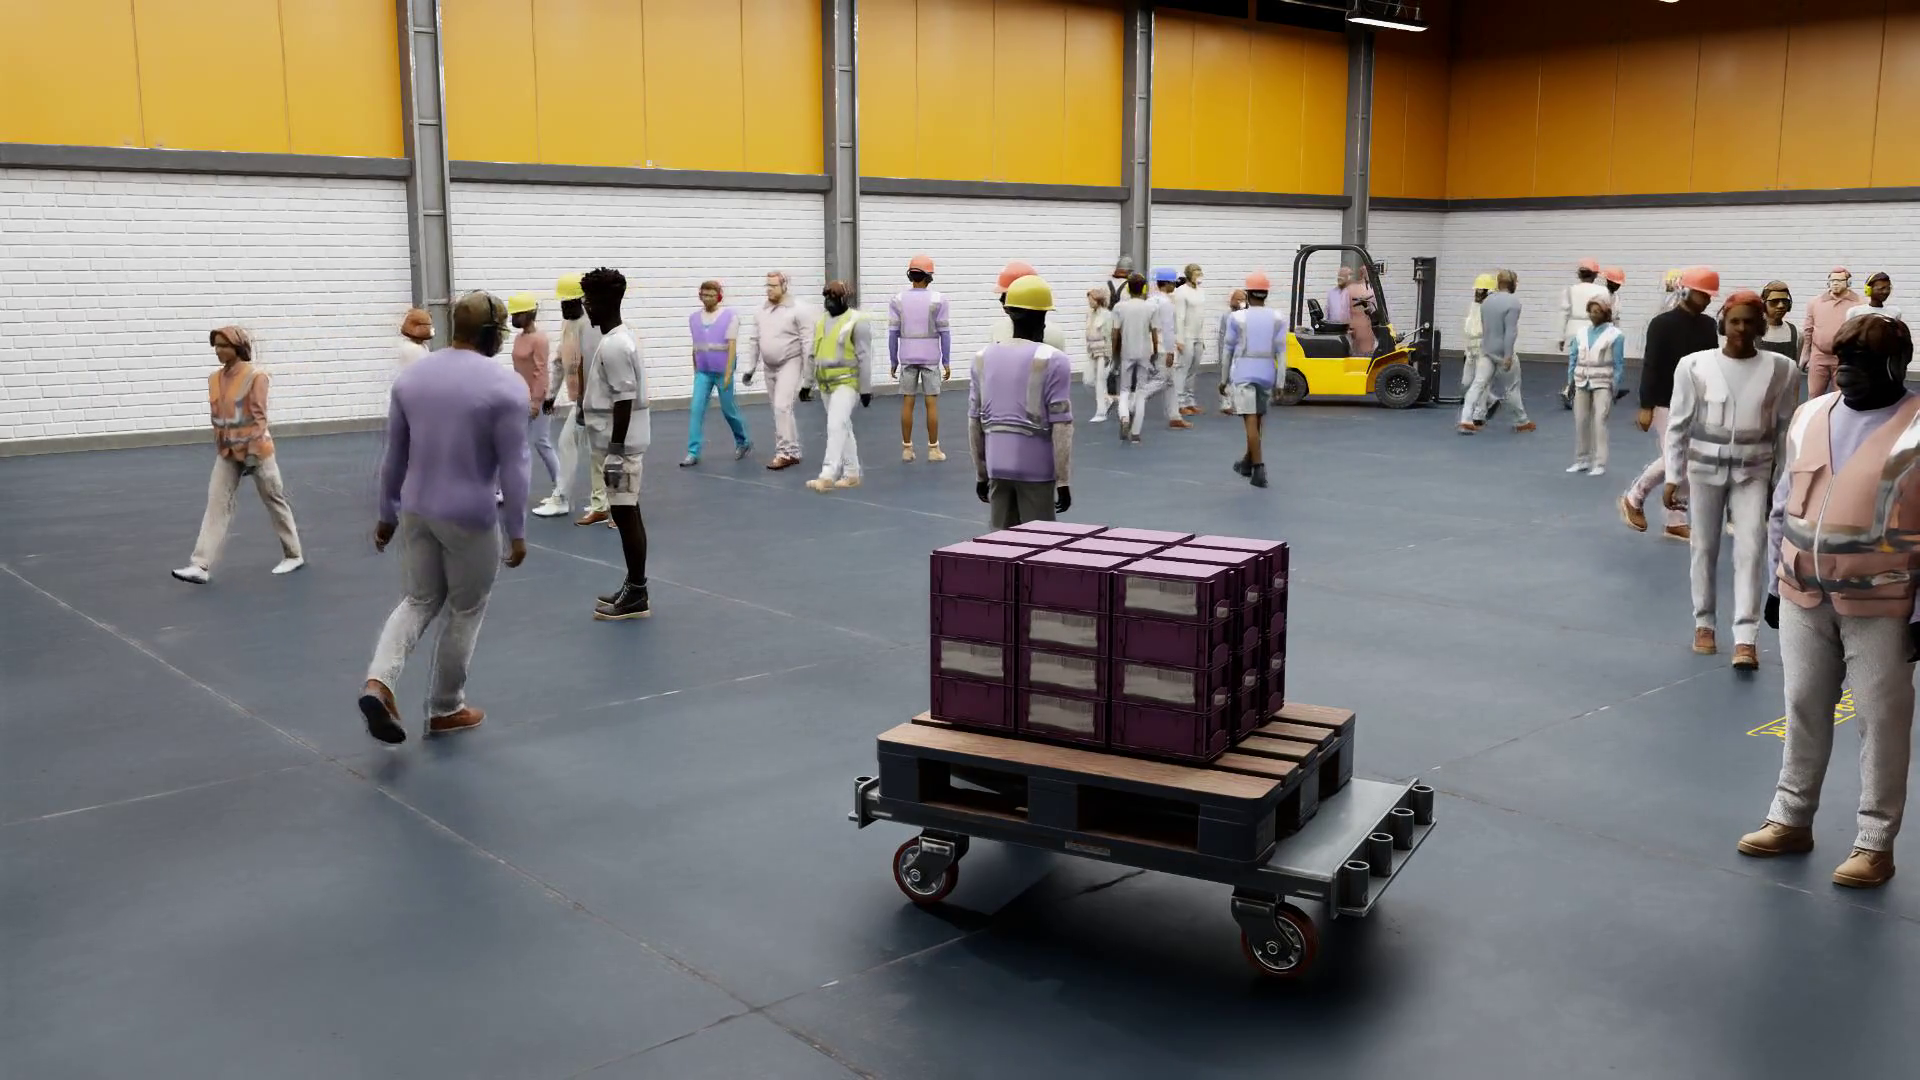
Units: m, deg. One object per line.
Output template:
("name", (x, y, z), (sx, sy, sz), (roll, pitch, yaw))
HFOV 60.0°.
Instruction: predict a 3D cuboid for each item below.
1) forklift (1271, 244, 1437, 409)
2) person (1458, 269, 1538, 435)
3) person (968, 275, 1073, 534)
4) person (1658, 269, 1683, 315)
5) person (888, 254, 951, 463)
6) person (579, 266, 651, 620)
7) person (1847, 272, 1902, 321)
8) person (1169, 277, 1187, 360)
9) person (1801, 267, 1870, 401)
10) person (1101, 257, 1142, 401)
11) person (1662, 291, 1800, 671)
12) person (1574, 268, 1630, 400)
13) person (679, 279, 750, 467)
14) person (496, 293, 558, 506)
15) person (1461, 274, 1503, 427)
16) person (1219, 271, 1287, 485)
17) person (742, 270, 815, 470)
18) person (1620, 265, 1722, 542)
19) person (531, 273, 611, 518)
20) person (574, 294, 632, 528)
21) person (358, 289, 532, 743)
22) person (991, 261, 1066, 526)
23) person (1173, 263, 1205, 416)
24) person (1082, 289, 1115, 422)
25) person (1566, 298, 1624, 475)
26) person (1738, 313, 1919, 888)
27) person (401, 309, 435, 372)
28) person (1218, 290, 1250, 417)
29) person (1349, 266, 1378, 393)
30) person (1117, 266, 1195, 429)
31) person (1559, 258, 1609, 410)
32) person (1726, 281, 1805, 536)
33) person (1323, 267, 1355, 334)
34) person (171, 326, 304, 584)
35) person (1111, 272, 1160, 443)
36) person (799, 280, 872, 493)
("forklift", (5.256, -2.933, 22.661), (2.313, 2.155, 1.214), (3, 10, 16))
("person", (6.103, -2.120, 18.841), (1.075, 1.879, 0.646), (-4, 11, -23))
("person", (0.318, -0.356, 8.359), (0.590, 1.926, 0.388), (7, 12, 36))
("person", (10.541, -3.093, 24.653), (0.404, 1.832, 0.600), (0, 10, 1))
("person", (-0.385, -1.773, 16.313), (0.616, 2.041, 0.379), (2, 10, 12))
("person", (-1.917, -0.537, 9.305), (0.363, 1.962, 0.612), (-1, 10, -7))
("person", (8.641, -1.593, 15.775), (0.538, 1.866, 0.313), (1, 10, 6))
("person", (3.564, -3.415, 26.961), (0.532, 1.690, 0.319), (4, 11, 23))
("person", (9.297, -1.943, 17.708), (0.644, 1.907, 0.399), (7, 12, 37))
("person", (2.310, -2.953, 23.226), (0.687, 2.000, 0.743), (6, 12, 33))
("person", (3.781, -0.287, 8.196), (0.590, 1.842, 0.923), (4, 11, 23))
("person", (9.057, -2.888, 23.392), (0.604, 1.851, 1.013), (-6, 11, -30))
("person", (-2.362, -1.634, 16.210), (0.560, 1.806, 0.873), (3, 10, 19))
("person", (-3.531, -1.124, 13.442), (0.736, 1.718, 0.554), (-9, 13, -43))
("person", (6.210, -2.234, 19.668), (0.552, 1.816, 0.610), (-3, 10, -18))
("person", (2.635, -1.451, 14.911), (0.546, 1.890, 1.014), (-1, 10, -9))
("person", (-1.763, -1.608, 15.829), (0.648, 1.880, 0.769), (8, 12, 38))
("person", (5.094, -0.964, 11.805), (0.633, 1.960, 0.542), (-5, 11, -27))
("person", (-3.030, -1.115, 12.916), (0.890, 1.878, 0.631), (-5, 11, -28))
("person", (-2.663, -1.020, 12.414), (0.531, 1.870, 0.316), (5, 11, 27))
("person", (-2.131, -0.068, 6.789), (0.689, 1.892, 0.740), (4, 11, 23))
("person", (0.381, -0.711, 10.249), (0.392, 1.990, 0.612), (-9, 13, -42))
("person", (2.927, -2.555, 21.200), (0.352, 1.937, 0.635), (7, 12, 36))
("person", (1.728, -2.249, 20.324), (0.423, 1.624, 0.519), (-7, 12, -35))
("person", (5.896, -1.423, 15.460), (0.308, 1.641, 0.518), (-8, 12, -38))
("person", (2.897, 0.190, 5.413), (0.429, 1.844, 0.626), (-6, 11, -30))
("person", (-4.324, -1.073, 13.515), (0.844, 1.586, 0.514), (-2, 10, -9))
("person", (3.545, -2.327, 20.883), (0.504, 1.591, 0.823), (-6, 11, -31))
("person", (6.009, -3.094, 24.487), (0.456, 1.892, 0.648), (-2, 10, -12))
("person", (2.286, -2.216, 19.282), (0.886, 1.918, 0.624), (-1, 10, -6))
("person", (8.192, -2.714, 21.965), (0.983, 2.005, 0.625), (-8, 13, -41))
("person", (5.812, -0.938, 12.004), (0.504, 1.847, 0.345), (0, 10, 0))
("person", (5.874, -3.256, 25.574), (1.017, 1.854, 0.653), (-7, 12, -36))
("person", (-4.485, -0.525, 10.326), (0.521, 1.587, 0.899), (4, 11, 23))
("person", (1.902, -1.953, 17.947), (0.518, 1.846, 0.498), (2, 10, 9))
("person", (-1.140, -1.307, 14.289), (0.864, 1.812, 0.629), (-9, 13, -43))
